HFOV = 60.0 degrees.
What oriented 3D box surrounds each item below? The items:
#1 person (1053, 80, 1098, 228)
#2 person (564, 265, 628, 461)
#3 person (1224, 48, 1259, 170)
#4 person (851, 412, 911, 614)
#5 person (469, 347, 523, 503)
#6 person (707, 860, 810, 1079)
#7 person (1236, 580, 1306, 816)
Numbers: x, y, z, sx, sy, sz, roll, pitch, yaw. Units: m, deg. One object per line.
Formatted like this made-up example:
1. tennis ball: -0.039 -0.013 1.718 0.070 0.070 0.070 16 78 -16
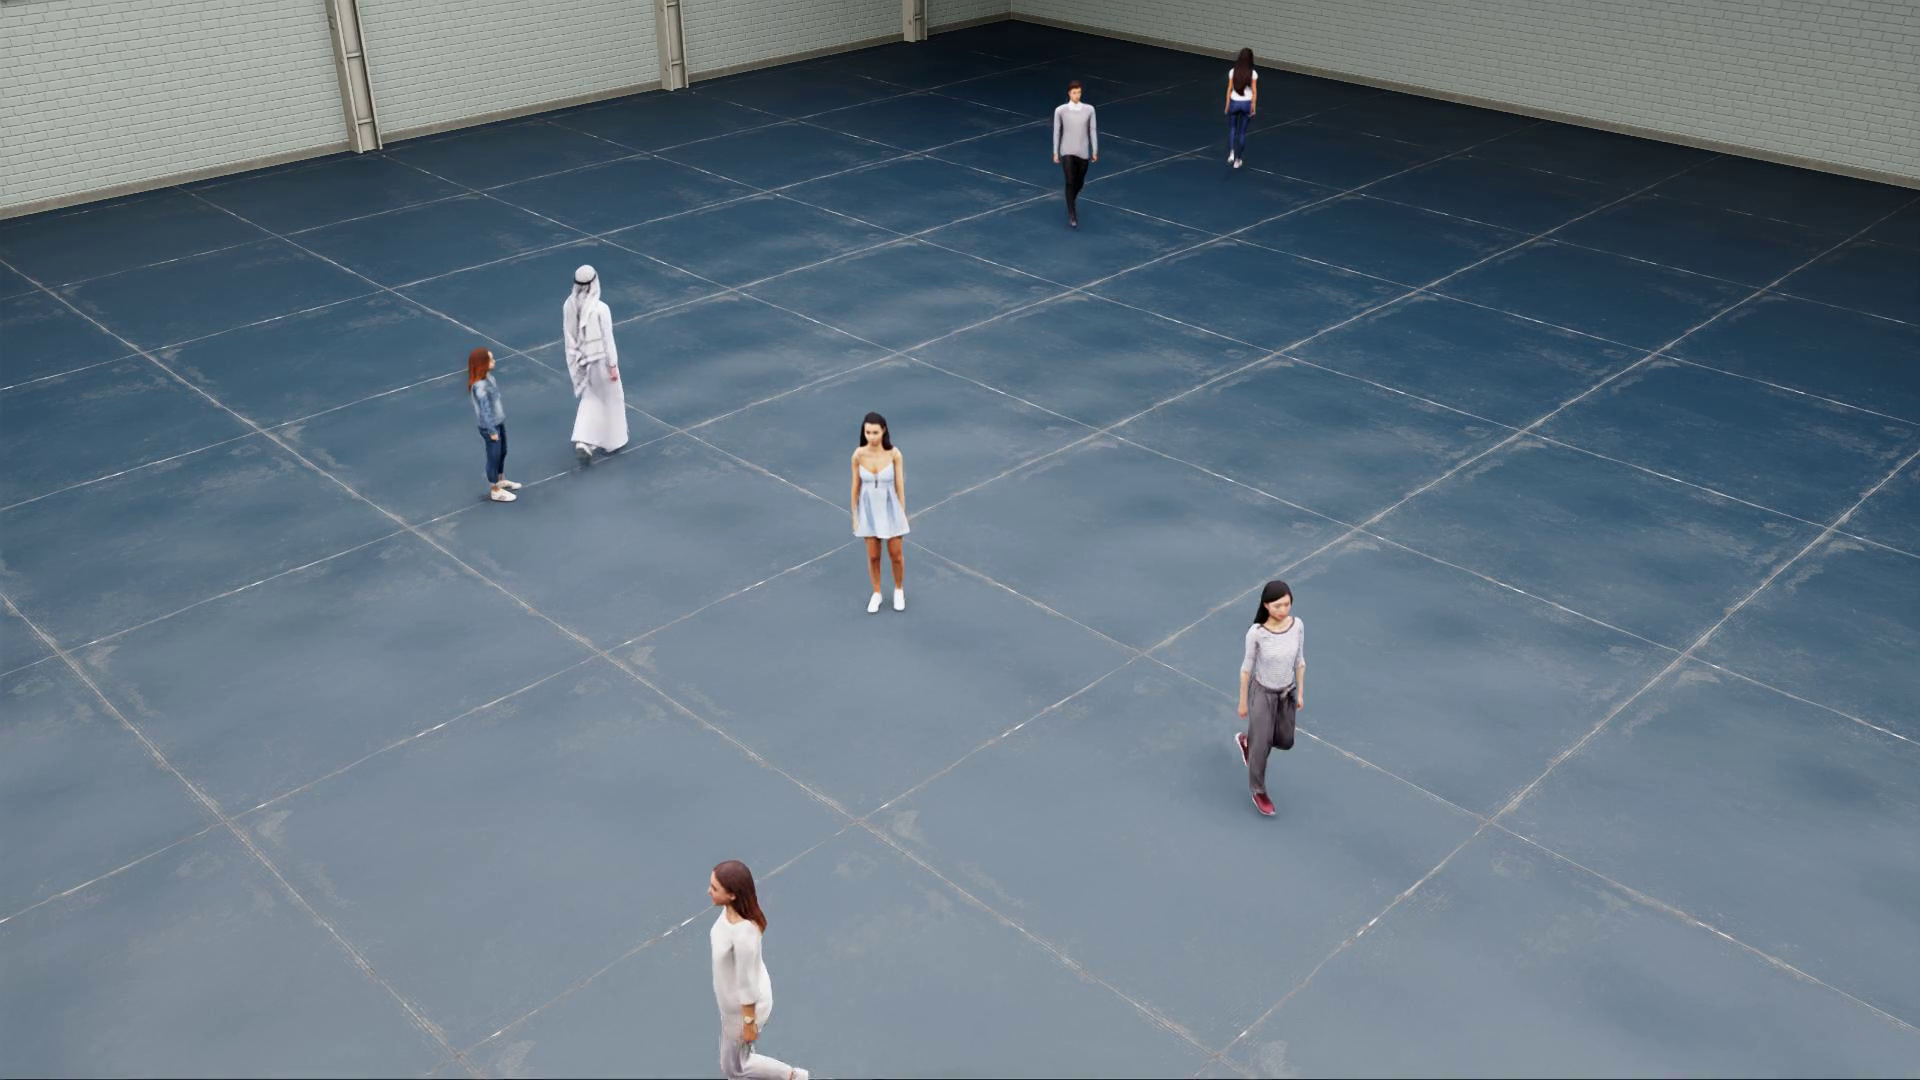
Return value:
1. person: 1.555 -5.287 22.601 1.286 1.907 1.289 -3 28 -6
2. person: -3.518 -1.639 15.747 0.942 1.911 1.105 10 30 18
3. person: 4.186 -6.447 24.932 0.721 1.762 0.738 9 29 16
4. person: -0.635 -0.236 13.305 0.701 1.730 0.760 0 28 0
5. person: -4.268 -1.044 15.092 0.700 1.475 0.650 -1 28 -3
6. person: -1.048 2.334 8.534 0.876 1.677 0.786 -8 29 -15
7. person: 2.013 0.986 11.022 0.883 1.719 0.870 -10 29 -17
